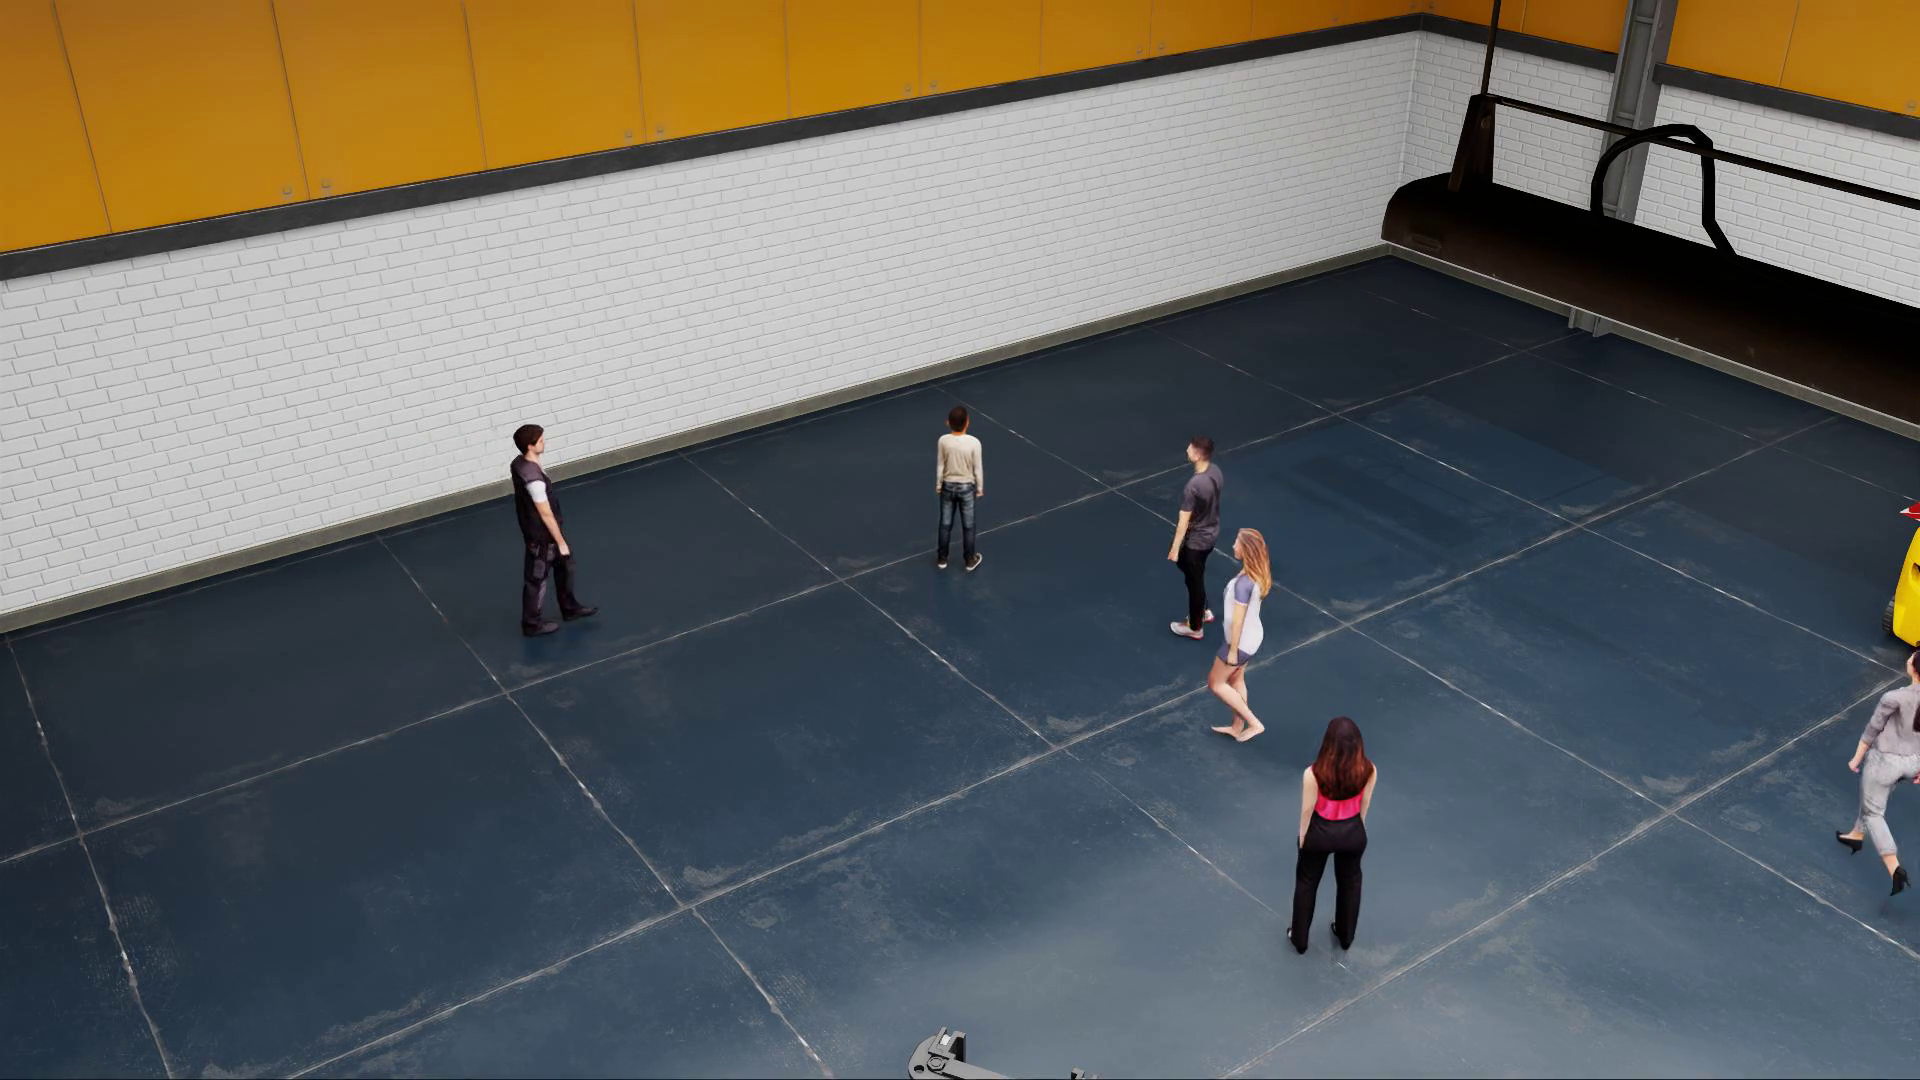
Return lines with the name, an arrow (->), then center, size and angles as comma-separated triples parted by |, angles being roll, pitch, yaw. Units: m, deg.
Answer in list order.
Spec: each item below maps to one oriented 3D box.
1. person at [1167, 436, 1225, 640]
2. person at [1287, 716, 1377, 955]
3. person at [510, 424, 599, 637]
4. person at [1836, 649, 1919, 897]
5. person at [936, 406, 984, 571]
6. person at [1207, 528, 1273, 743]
person -> 1.933, 0.012, 12.995 | 0.762, 1.756, 0.766 | 16, 33, 27
person -> 2.219, 1.757, 9.898 | 0.659, 1.657, 0.678 | -1, 29, -2
person -> -3.380, -0.037, 13.012 | 0.829, 1.825, 0.863 | -11, 31, -19
person -> 5.879, 1.467, 10.435 | 0.924, 1.652, 1.127 | -3, 29, -5
person -> -0.017, -0.434, 14.125 | 0.610, 1.456, 0.672 | 5, 29, 9
person -> 2.060, 0.728, 11.726 | 0.799, 1.715, 0.750 | 13, 31, 23
